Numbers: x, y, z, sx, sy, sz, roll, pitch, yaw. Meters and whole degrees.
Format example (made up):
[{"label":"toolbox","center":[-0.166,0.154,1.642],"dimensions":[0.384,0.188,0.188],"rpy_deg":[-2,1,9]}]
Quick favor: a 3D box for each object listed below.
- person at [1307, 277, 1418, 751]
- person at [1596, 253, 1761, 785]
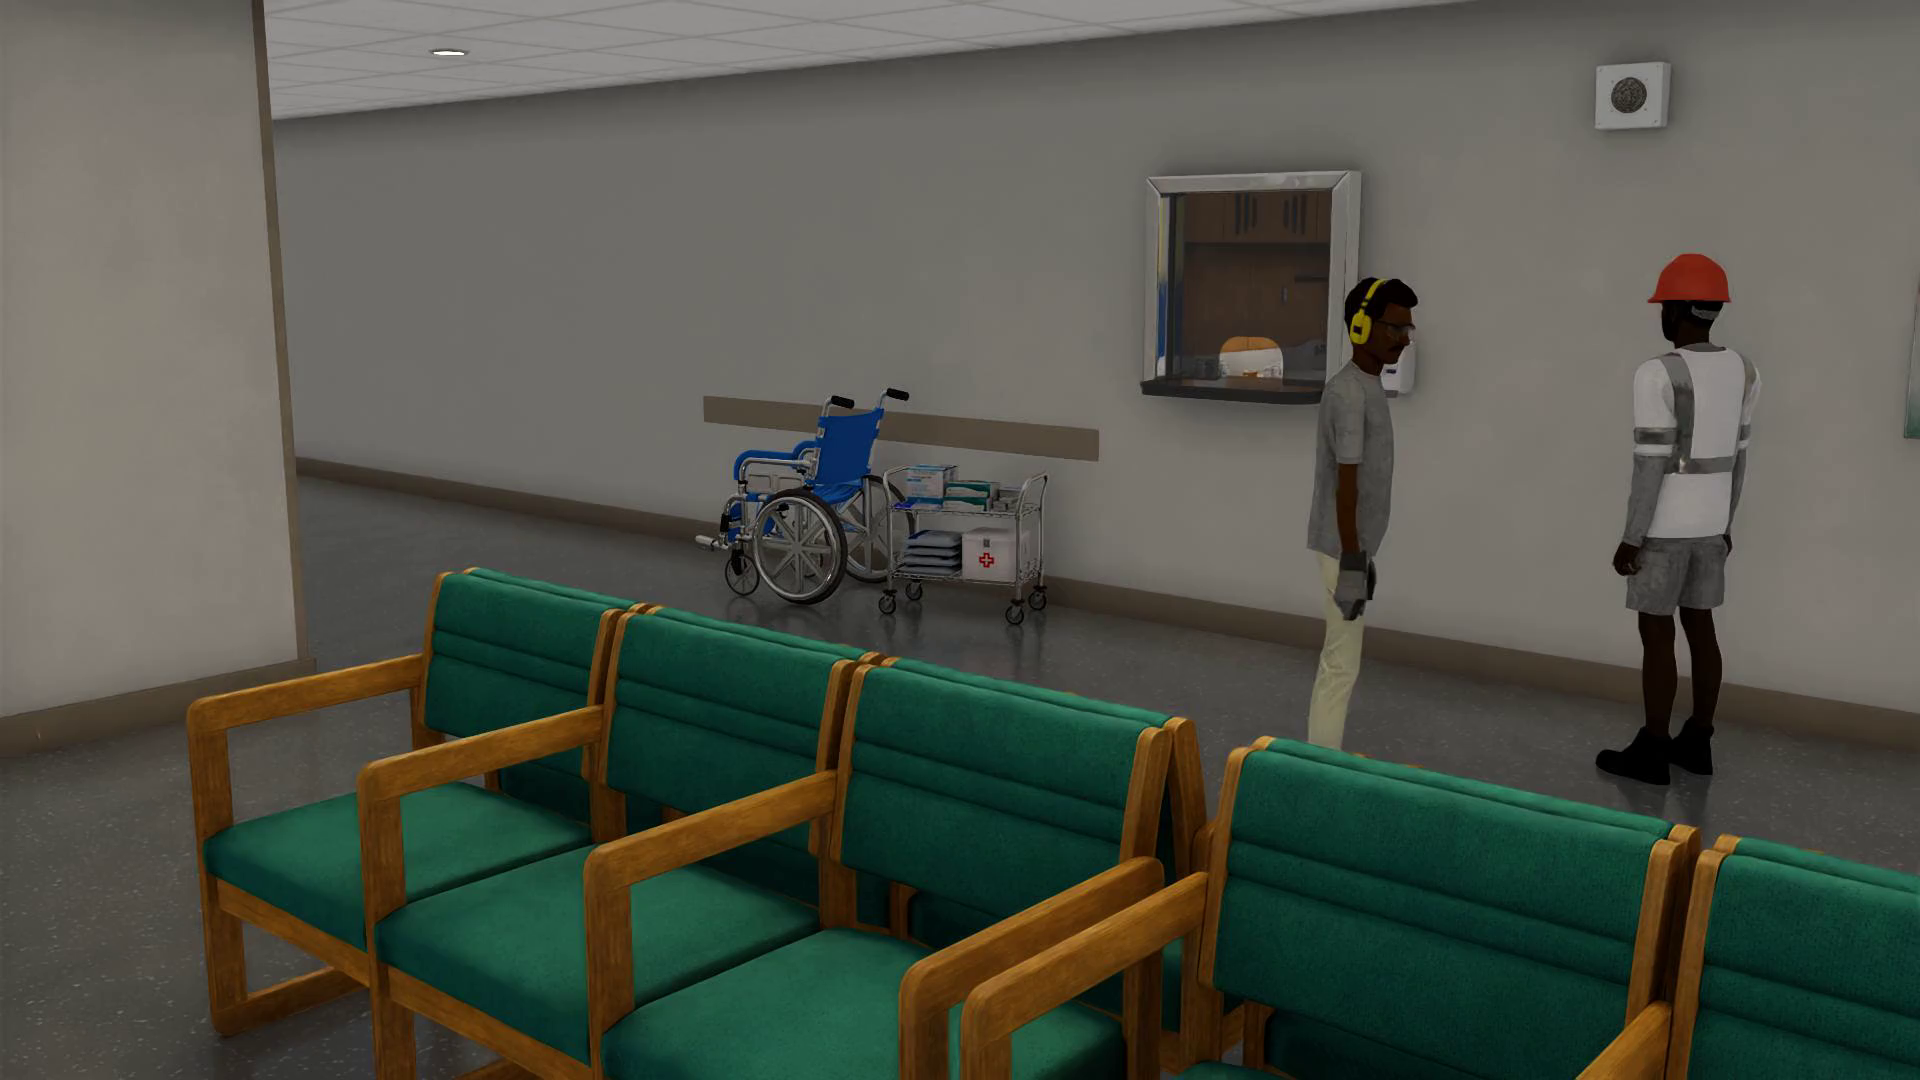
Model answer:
[{"label":"person","center":[1.339,0.060,5.600],"dimensions":[0.333,1.859,0.515],"rpy_deg":[3,10,16]},{"label":"person","center":[2.627,-0.071,6.112],"dimensions":[0.551,1.937,0.357],"rpy_deg":[-5,11,-26]}]
